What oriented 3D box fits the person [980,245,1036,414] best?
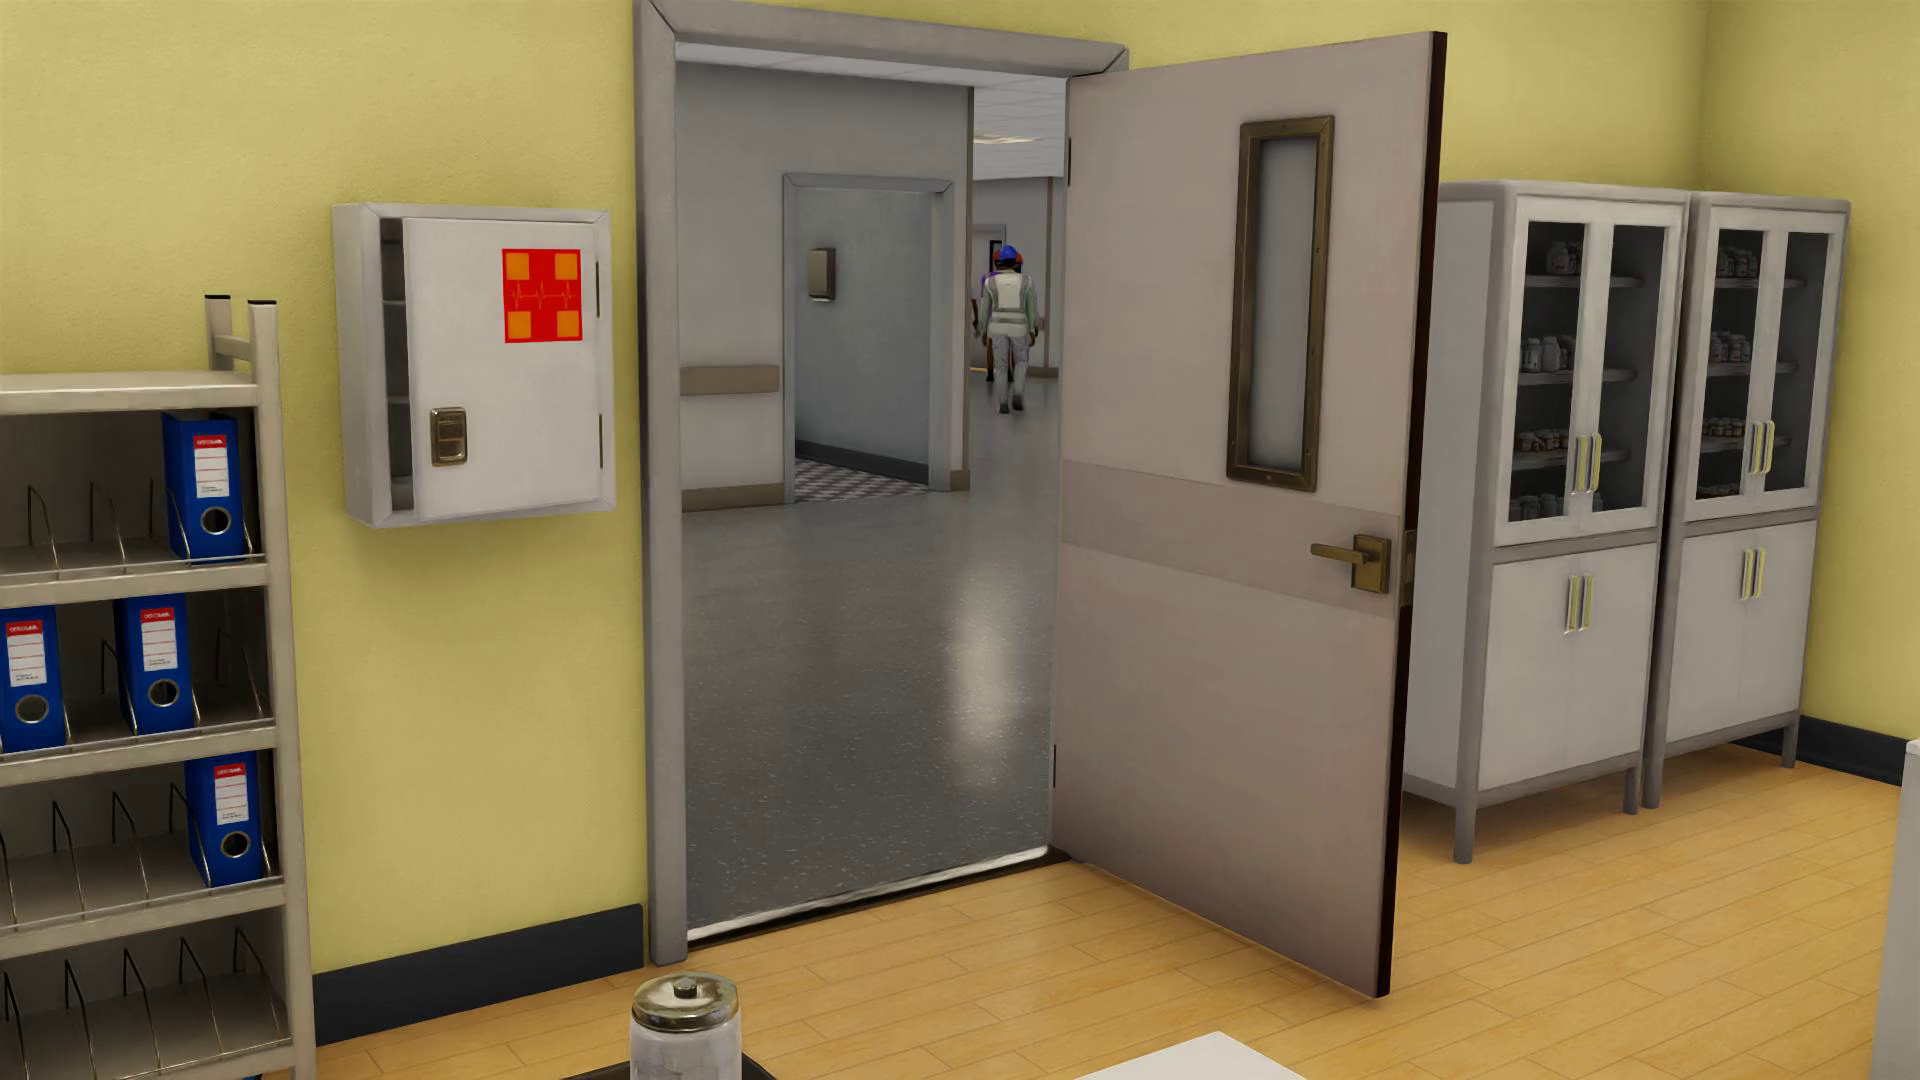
[{"bbox_3d":[0.549,-2.418,19.153,0.644,1.934,0.471,1,10,3],"label":"person"}]

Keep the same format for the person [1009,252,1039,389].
[{"bbox_3d":[0.772,-2.912,22.238,0.582,1.899,0.758,1,10,0],"label":"person"}]

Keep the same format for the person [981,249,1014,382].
[{"bbox_3d":[0.580,-3.272,24.280,0.551,1.932,0.378,2,10,9],"label":"person"}]
